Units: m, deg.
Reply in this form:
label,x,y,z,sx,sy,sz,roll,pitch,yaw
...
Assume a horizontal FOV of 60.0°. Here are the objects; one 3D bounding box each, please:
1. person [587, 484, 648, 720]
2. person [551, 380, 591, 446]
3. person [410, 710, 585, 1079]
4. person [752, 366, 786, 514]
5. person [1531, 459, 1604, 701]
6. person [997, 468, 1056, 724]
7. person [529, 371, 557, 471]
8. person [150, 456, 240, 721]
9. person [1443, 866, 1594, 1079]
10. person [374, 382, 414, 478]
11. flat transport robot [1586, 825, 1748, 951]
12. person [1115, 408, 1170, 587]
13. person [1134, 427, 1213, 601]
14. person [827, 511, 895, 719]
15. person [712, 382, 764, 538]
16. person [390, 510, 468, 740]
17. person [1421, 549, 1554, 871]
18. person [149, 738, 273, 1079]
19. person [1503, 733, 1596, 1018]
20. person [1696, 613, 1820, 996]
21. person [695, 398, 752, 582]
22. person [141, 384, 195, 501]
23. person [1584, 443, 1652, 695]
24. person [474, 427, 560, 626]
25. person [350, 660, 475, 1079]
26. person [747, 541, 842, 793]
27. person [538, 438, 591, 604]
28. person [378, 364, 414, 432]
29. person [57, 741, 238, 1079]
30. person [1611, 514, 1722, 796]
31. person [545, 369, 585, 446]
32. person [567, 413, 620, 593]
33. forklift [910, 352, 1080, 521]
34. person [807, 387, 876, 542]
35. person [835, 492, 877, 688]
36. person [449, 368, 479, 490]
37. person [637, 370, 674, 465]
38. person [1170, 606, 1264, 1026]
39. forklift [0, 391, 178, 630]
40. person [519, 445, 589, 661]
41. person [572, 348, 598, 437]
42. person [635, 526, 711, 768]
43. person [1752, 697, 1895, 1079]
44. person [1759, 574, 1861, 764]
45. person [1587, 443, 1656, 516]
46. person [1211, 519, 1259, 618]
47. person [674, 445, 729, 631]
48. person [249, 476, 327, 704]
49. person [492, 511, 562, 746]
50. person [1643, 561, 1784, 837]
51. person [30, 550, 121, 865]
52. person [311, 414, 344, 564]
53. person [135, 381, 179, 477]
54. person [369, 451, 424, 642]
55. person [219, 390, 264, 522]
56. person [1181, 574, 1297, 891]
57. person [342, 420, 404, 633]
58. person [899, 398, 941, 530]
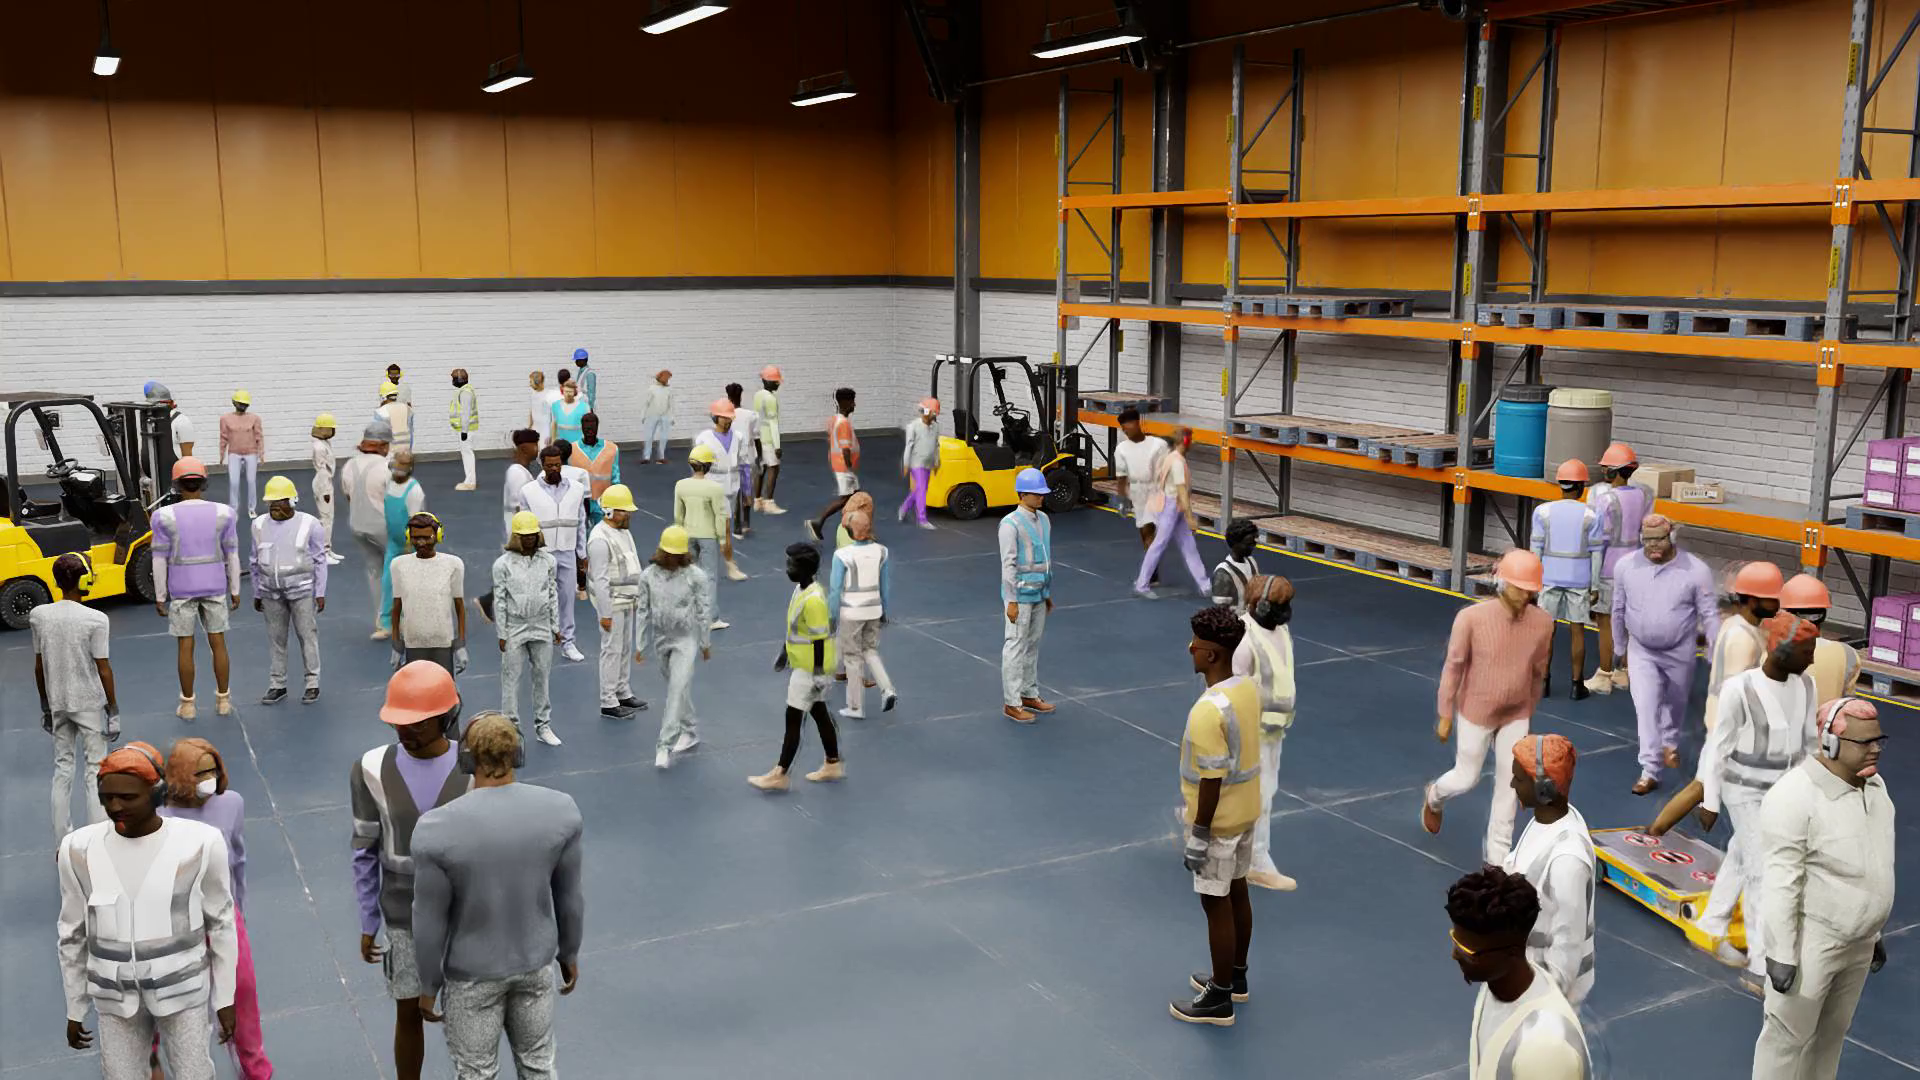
label,x,y,z,sx,sy,sz,roll,pitch,yaw
person,-2.640,0.470,12.800,0.403,1.821,0.602,1,10,7
person,-5.393,-1.335,23.209,0.586,1.820,0.659,2,10,13
person,-1.688,1.575,6.135,0.636,1.929,0.385,-7,12,-34
person,-2.616,-1.364,22.801,0.451,2.027,0.691,-7,12,-33
person,4.854,0.318,13.339,0.547,1.934,0.376,5,11,26
person,0.518,0.413,12.751,0.391,1.948,0.605,6,11,31
person,-6.208,-1.632,24.909,0.561,1.815,0.544,-9,14,-43
person,-5.854,0.371,12.768,0.611,2.032,0.411,-7,12,-33
person,1.733,1.840,4.745,1.040,1.894,0.621,0,10,0
person,-7.722,-1.246,22.678,0.404,1.824,0.585,8,13,39
flat transport robot,3.985,1.870,9.181,0.652,0.197,1.431,-2,10,-12
person,1.968,-0.446,17.819,0.697,1.909,0.709,7,12,35
person,2.258,-0.256,17.053,0.974,1.780,0.680,2,10,11
person,-0.752,0.584,12.694,0.520,1.625,0.400,-9,13,-42
person,-2.826,-1.015,20.969,0.652,1.939,0.721,-3,10,-17
person,-3.583,0.723,11.214,0.507,1.865,0.329,-2,10,-9
person,3.024,0.966,9.587,0.634,1.953,0.818,-2,10,-9
person,-3.248,1.586,7.025,0.866,1.584,0.501,6,12,33
person,2.111,1.609,6.047,0.354,1.886,0.572,2,10,12
person,3.962,1.274,8.094,0.591,1.839,0.872,-5,11,-26
person,-2.650,-0.586,18.388,0.617,2.003,1.029,-7,12,-36
person,-9.415,-0.838,19.687,0.686,2.000,0.535,3,10,18
person,5.294,0.234,13.509,0.609,2.043,0.379,-6,12,-32
person,-4.194,-0.106,15.773,0.709,1.937,0.623,-1,10,-7
person,-2.043,1.455,6.488,0.610,2.040,0.394,-1,10,-8
person,-1.106,0.840,11.085,0.683,1.670,0.552,-2,10,-9
person,-4.024,-0.186,16.956,0.538,1.692,0.319,-4,11,-22
person,-8.721,-1.794,25.727,0.509,1.860,0.334,-3,10,-15
person,-2.877,1.633,5.914,0.584,1.883,0.346,-2,10,-9
person,4.782,0.726,11.267,0.732,1.851,0.998,6,11,30
person,-5.790,-1.575,24.467,0.593,1.870,1.015,2,10,10
person,-3.878,-0.397,17.551,0.586,1.910,0.395,-3,10,-17
forklift,0.460,-1.461,22.833,2.313,2.155,1.214,-5,11,-28
person,-1.460,-0.914,20.394,0.804,1.943,0.613,-1,10,-8
person,-0.857,0.408,13.717,0.298,1.623,0.496,-7,12,-36
person,-7.480,-1.671,25.096,0.429,1.833,0.636,-3,10,-17
person,-5.114,-2.057,27.949,0.656,1.605,0.377,-7,12,-33
person,1.201,1.274,7.741,0.374,1.966,0.608,6,11,29
forklift,-9.026,-0.363,16.508,1.214,2.155,2.313,6,11,29
person,-3.542,0.124,14.504,0.597,1.917,0.375,-7,12,-34
person,-6.402,-2.298,28.391,0.412,1.938,0.610,-6,12,-33
person,-2.017,0.734,11.632,0.492,1.682,0.873,2,10,13
person,3.349,1.536,6.400,0.638,1.911,0.406,-6,11,-29
person,4.336,1.138,8.634,0.547,1.929,0.385,-2,10,-12
person,5.799,0.104,14.621,0.615,1.913,0.818,1,10,3
person,1.985,0.674,12.002,0.321,1.686,0.536,7,12,35
person,-2.446,-0.022,15.778,0.533,1.767,0.312,4,11,22
person,-5.320,0.398,13.172,0.593,1.832,0.403,0,10,1
person,-3.100,0.651,11.968,0.484,1.745,0.297,-7,12,-36
person,4.336,1.033,9.390,1.016,1.887,0.546,5,11,27
person,-5.141,0.988,9.708,0.510,1.861,0.324,1,10,8
person,-7.292,-0.592,19.164,0.335,1.734,0.489,-3,10,-16
person,-10.255,-1.071,21.344,0.551,1.927,0.624,8,13,38
person,-5.133,0.060,15.229,0.599,1.788,0.718,6,12,32
person,-9.564,-1.117,22.166,0.570,1.735,0.623,-5,11,-25
person,1.589,1.062,9.428,0.689,1.814,0.643,7,12,33
person,-5.417,-0.129,15.605,0.706,2.000,0.538,5,11,26
person,-0.551,-1.013,21.682,0.764,1.706,0.636,9,14,43
